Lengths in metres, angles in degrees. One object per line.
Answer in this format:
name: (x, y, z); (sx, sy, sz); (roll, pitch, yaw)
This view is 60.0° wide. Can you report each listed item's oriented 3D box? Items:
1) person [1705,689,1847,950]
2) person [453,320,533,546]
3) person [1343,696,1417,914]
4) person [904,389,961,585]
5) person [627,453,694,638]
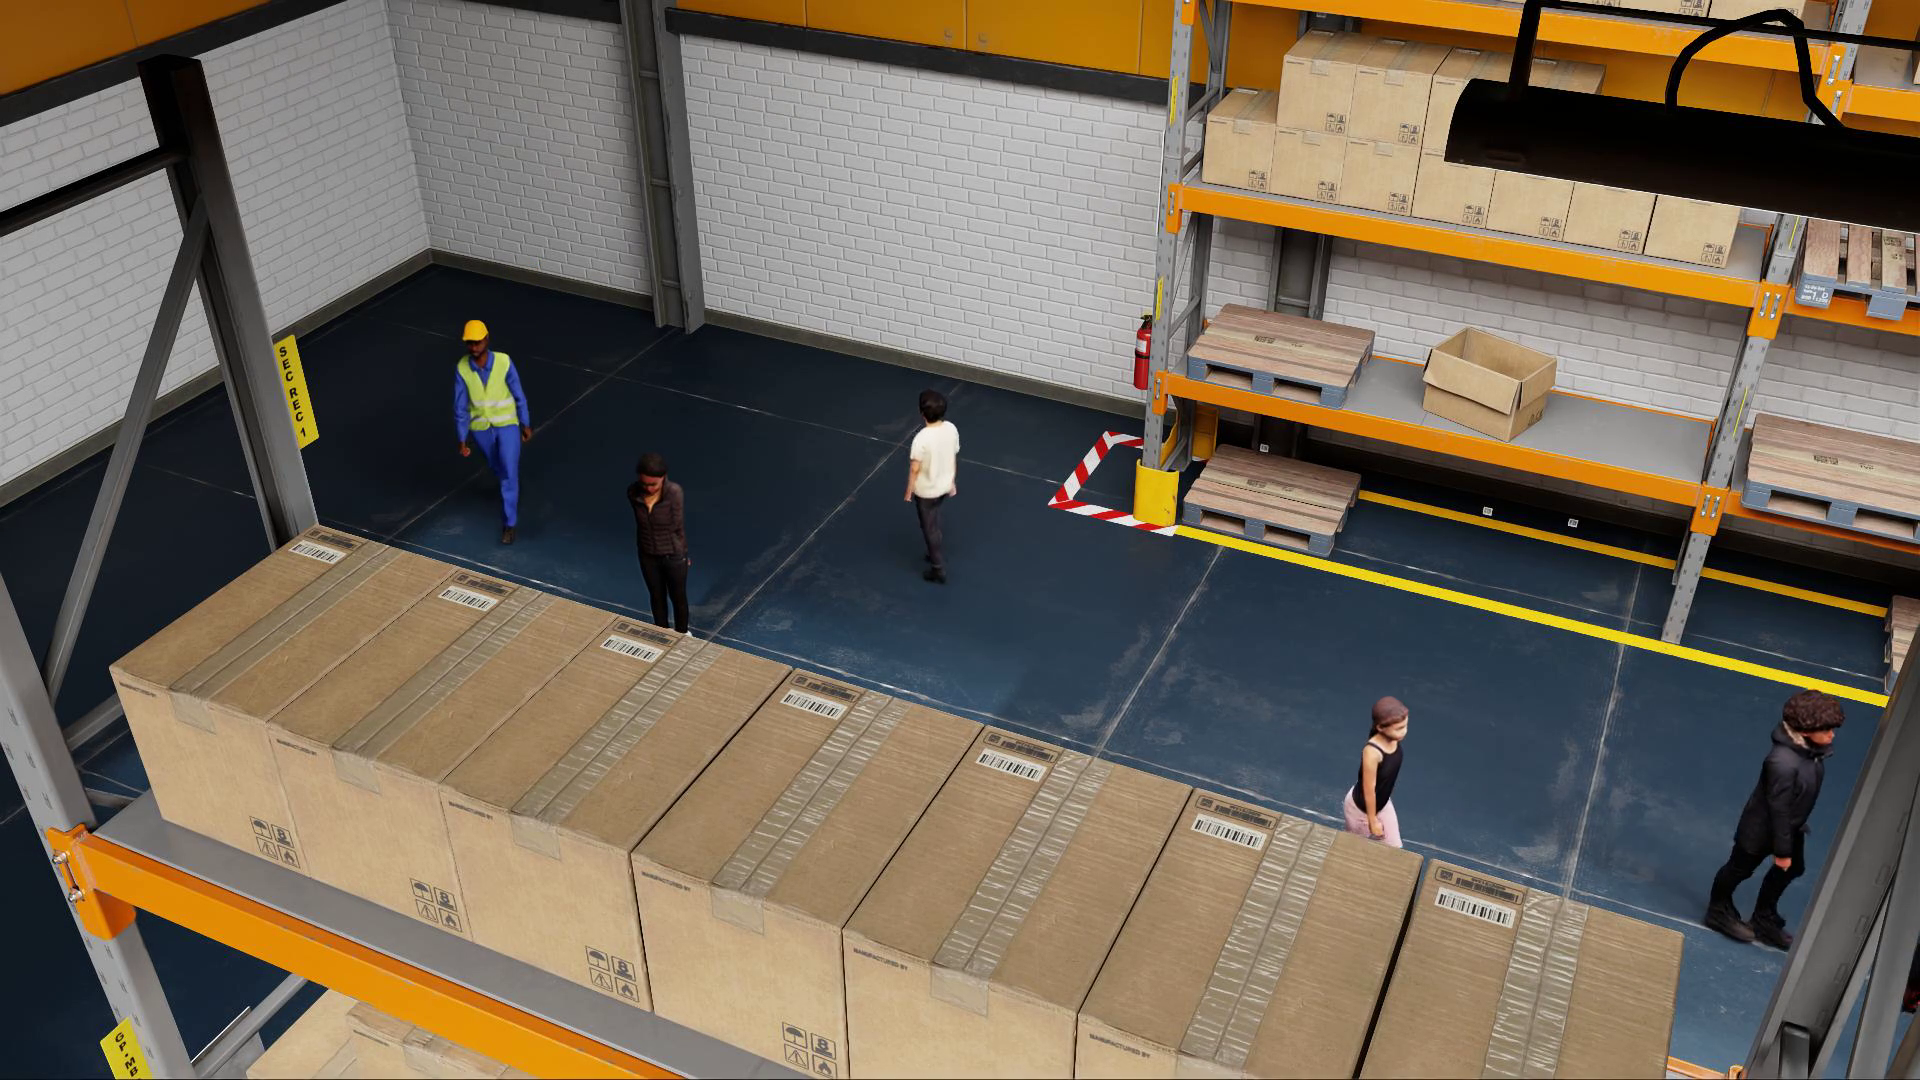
person: (4.426, 1.520, 9.224); (0.764, 1.758, 0.843); (-28, 43, -35)
person: (-3.583, -0.920, 12.878); (1.200, 1.778, 1.101); (-2, 34, -3)
person: (2.269, 1.492, 9.467); (0.901, 1.536, 0.659); (23, 40, 30)
person: (-0.154, -0.356, 12.208); (0.656, 1.579, 0.662); (25, 41, 32)
person: (-2.047, 0.089, 11.471); (0.619, 1.654, 0.689); (-8, 34, -11)
